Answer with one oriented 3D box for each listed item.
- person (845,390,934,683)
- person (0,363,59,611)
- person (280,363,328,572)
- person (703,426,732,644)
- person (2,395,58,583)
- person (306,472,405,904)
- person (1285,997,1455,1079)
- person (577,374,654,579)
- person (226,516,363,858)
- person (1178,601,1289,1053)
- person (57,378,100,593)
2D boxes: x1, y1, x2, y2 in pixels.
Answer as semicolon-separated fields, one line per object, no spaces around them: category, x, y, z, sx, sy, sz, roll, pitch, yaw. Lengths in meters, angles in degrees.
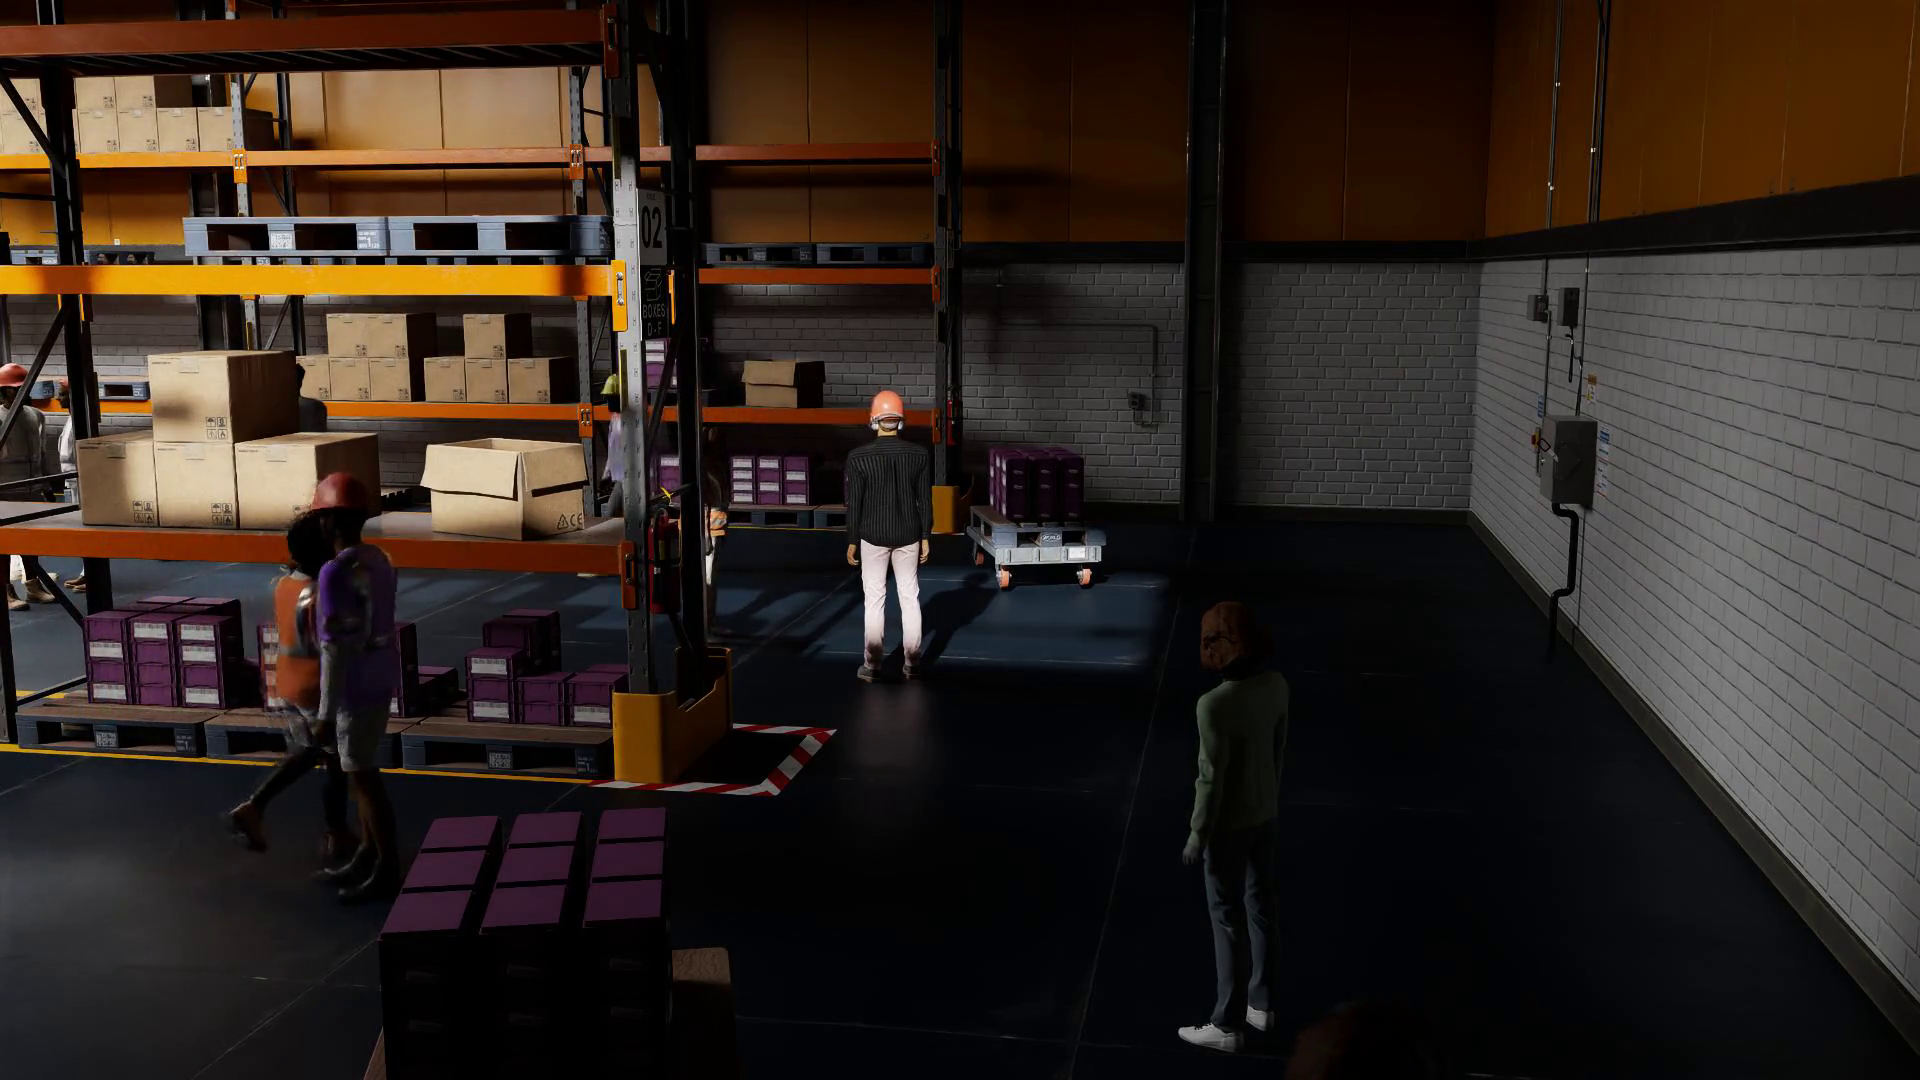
person;-0.484;-0.020;11.349;0.617;1.994;0.381;-3;10;-17
person;-7.807;-0.444;13.826;0.385;2.045;0.605;3;10;20
person;-6.172;-0.681;15.536;0.367;1.967;0.602;6;11;33
person;-1.893;-0.043;12.596;0.311;1.638;0.523;1;9;5
person;-8.459;-0.532;15.003;0.637;1.842;0.429;8;12;41
person;-2.689;0.670;7.345;0.415;1.913;0.568;0;9;1
person;0.569;1.514;2.358;0.431;1.835;0.629;-9;13;-44
person;-3.026;-0.600;15.309;0.980;1.882;0.589;-3;10;-19
person;-3.103;0.714;7.816;0.577;1.672;0.537;-8;12;-42
person;0.989;1.023;5.995;0.283;1.633;0.499;9;13;43
person;-7.685;-0.480;14.552;0.356;1.882;0.574;-7;12;-38
